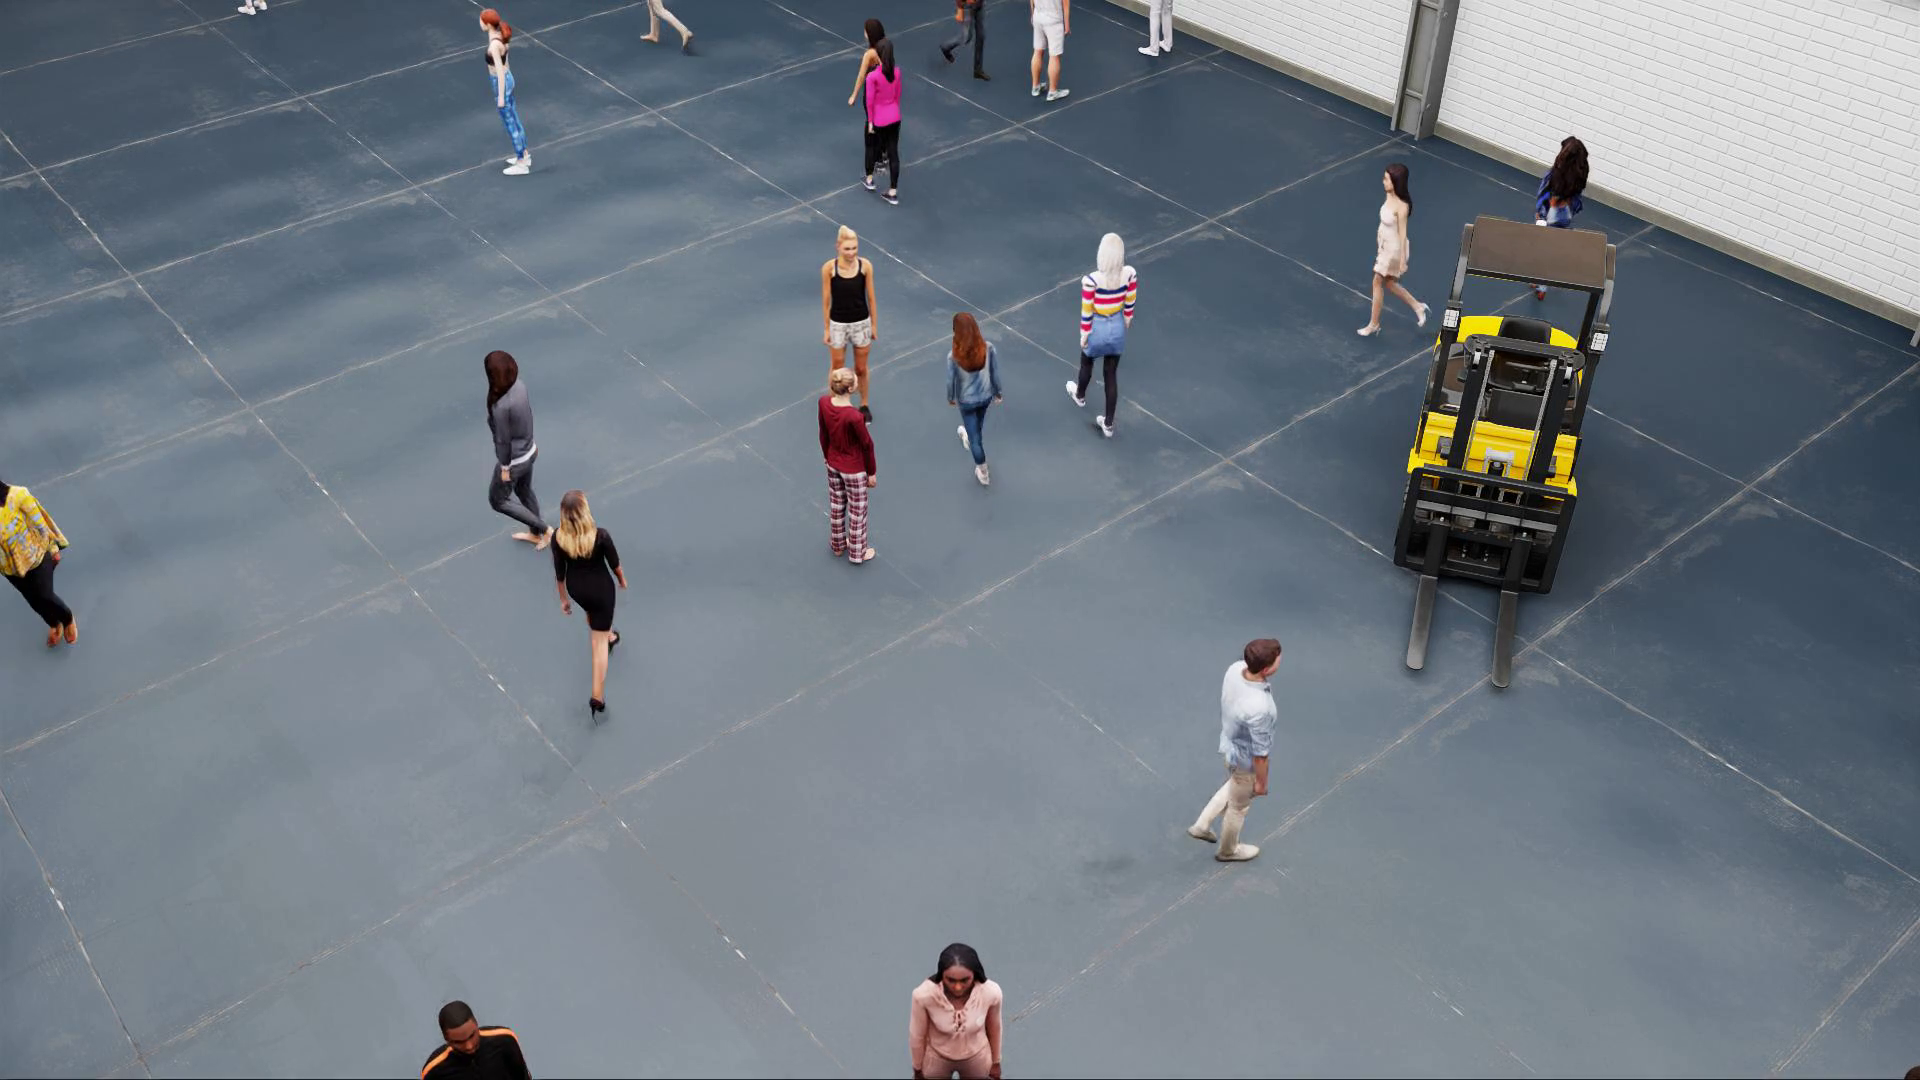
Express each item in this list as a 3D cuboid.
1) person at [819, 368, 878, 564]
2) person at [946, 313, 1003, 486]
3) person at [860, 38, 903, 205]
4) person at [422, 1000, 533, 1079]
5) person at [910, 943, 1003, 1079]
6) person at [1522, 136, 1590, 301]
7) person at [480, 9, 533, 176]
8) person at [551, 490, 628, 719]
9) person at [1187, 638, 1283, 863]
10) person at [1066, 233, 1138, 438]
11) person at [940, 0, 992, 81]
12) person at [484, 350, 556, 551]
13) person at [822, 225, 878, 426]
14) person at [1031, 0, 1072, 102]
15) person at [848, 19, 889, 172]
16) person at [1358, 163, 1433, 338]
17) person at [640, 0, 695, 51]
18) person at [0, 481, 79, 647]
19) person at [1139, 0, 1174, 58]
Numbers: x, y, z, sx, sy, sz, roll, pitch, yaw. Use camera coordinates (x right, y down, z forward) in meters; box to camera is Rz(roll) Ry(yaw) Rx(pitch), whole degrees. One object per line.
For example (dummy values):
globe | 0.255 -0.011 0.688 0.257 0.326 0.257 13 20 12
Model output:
person | -0.841 -0.573 12.402 0.523 1.700 0.728 25 45 28
person | 0.137 -1.089 13.250 0.786 1.449 1.012 -10 40 -12
person | -0.720 -4.248 17.034 0.686 1.673 0.937 -22 43 -25
person | -2.314 2.790 8.117 0.724 1.793 0.918 -20 43 -23
person | -0.018 2.613 8.397 0.700 1.720 0.721 -3 39 -4
person | 5.549 -2.964 15.468 0.762 1.610 0.801 -3 39 -4
person | -4.804 -4.726 17.542 0.735 1.785 0.664 0 39 0
person | -2.489 0.443 11.188 1.058 1.628 1.095 3 39 4
person | 1.611 1.290 9.956 0.874 1.842 0.801 -7 39 -9
person | 1.226 -1.654 13.692 0.905 1.780 1.090 -11 40 -14
person | 0.073 -6.275 19.499 1.029 1.753 0.780 24 44 27
person | -3.246 -0.629 12.424 0.864 1.760 0.806 6 39 7
person | -0.924 -1.798 13.824 0.674 1.840 0.673 -6 39 -7
person | 1.012 -5.978 19.047 0.563 1.853 0.787 27 46 29
person | -0.853 -4.684 17.603 0.656 1.634 0.623 26 45 29
person | 3.953 -2.555 14.880 0.948 1.705 0.909 -2 39 -3
person | -3.638 -6.776 20.201 1.154 1.672 0.963 13 40 16
person | -6.533 0.059 11.658 0.885 1.641 0.938 -1 39 -2
person | 2.451 -6.786 20.031 0.652 1.888 0.553 -29 47 -31
